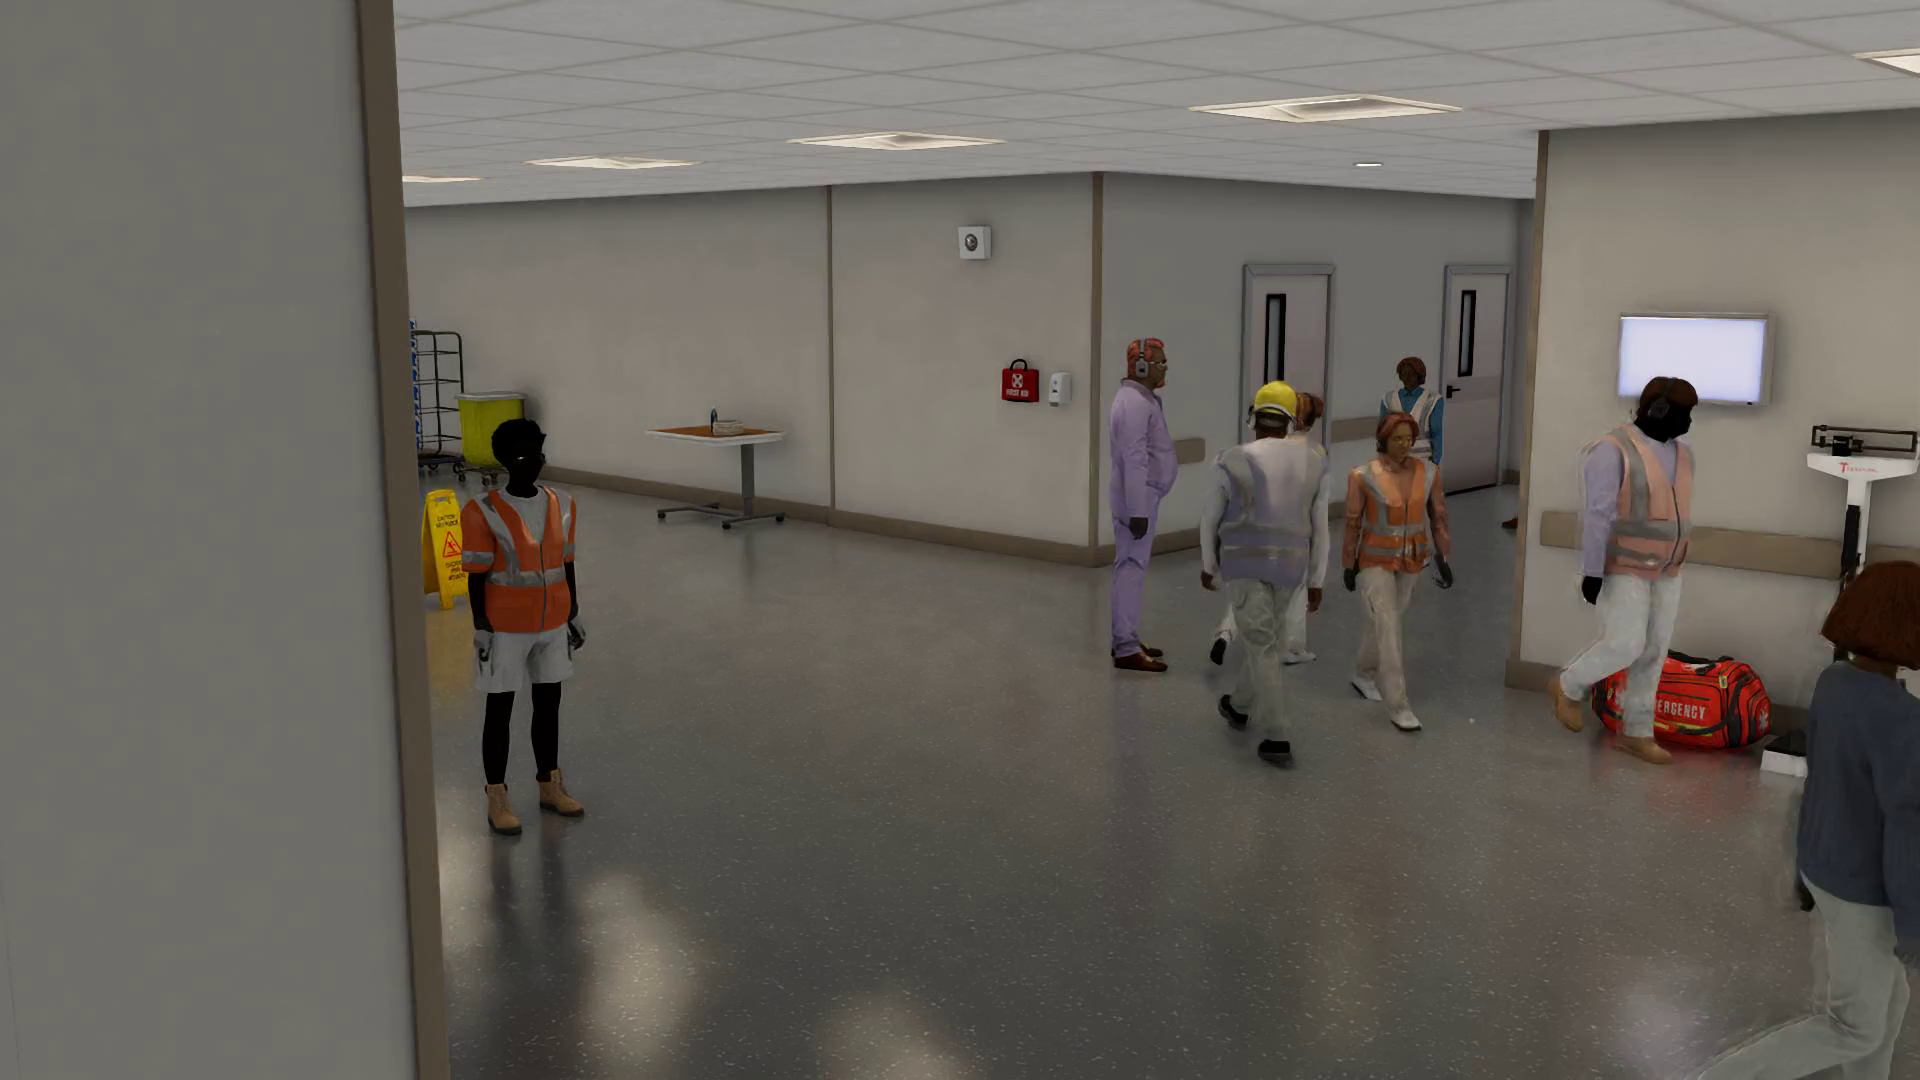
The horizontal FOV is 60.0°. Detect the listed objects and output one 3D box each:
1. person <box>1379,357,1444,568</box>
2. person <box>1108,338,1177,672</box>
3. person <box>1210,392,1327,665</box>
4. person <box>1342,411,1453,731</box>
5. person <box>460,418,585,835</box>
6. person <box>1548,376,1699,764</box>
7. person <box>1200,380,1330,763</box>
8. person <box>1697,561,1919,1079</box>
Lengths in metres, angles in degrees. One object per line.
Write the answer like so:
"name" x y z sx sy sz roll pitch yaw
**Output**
"person" 3.468 -0.597 12.833 0.509 1.629 0.315 6 11 33
"person" 1.053 -0.212 9.621 0.399 1.909 0.642 1 9 6
"person" 1.786 -0.044 9.514 0.689 1.602 0.524 -9 13 -43
"person" 2.215 0.122 8.551 0.507 1.585 0.895 -2 10 -15
"person" -1.788 0.344 6.856 0.319 1.696 0.532 9 13 43
"person" 3.160 0.127 7.844 0.648 1.809 0.554 -4 10 -25
"person" 1.449 0.129 7.960 0.575 1.772 0.950 -2 9 -13
"person" 2.132 0.839 4.072 0.660 1.611 0.504 2 9 12
